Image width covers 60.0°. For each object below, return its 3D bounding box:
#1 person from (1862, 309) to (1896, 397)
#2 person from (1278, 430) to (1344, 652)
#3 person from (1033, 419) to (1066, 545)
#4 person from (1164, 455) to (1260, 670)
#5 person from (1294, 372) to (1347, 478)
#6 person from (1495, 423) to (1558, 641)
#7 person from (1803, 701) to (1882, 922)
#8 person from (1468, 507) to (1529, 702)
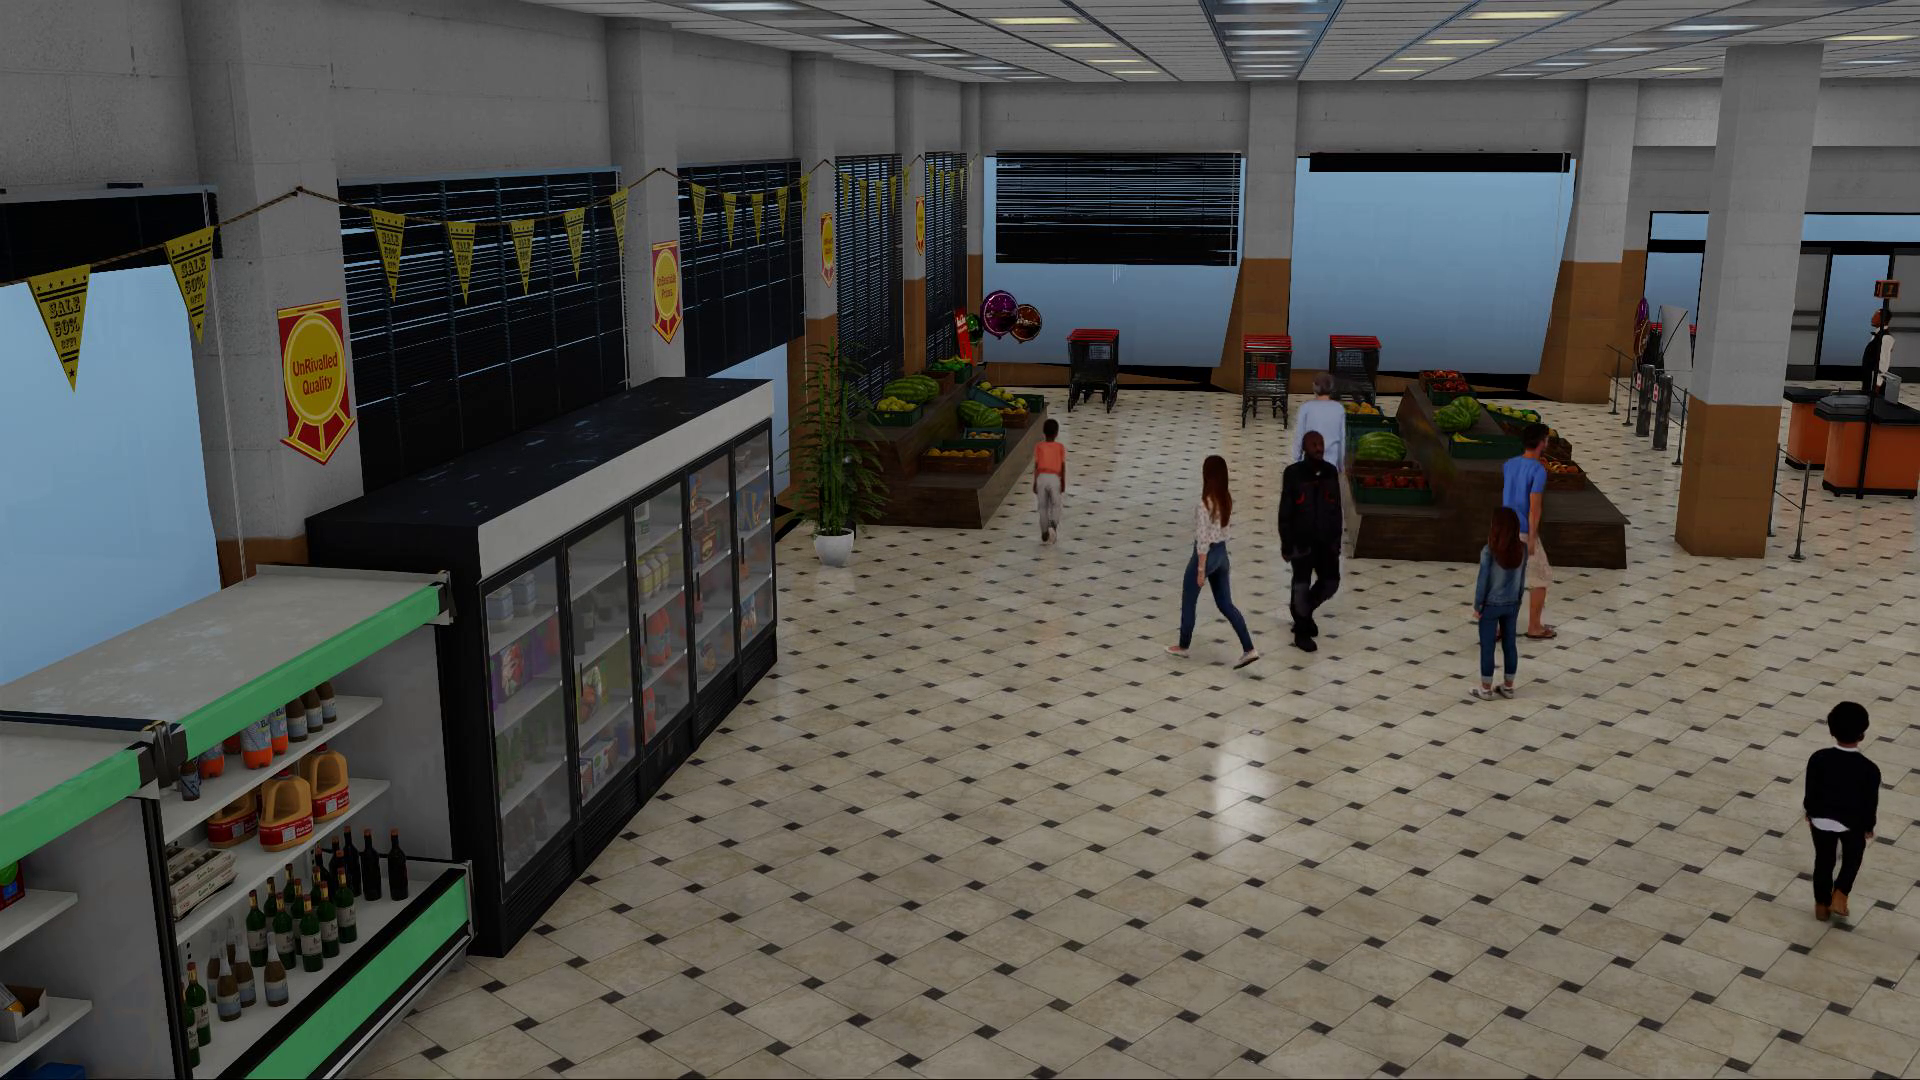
[{"bbox_3d":[12.300,-2.145,22.325,0.771,1.918,0.545,4,14,15],"label":"person"},{"bbox_3d":[2.877,-0.026,13.811,0.878,1.814,0.953,-3,14,-14],"label":"person"},{"bbox_3d":[0.923,-0.589,17.224,0.529,1.298,0.739,1,14,3],"label":"person"},{"bbox_3d":[2.046,0.207,13.106,1.126,1.693,1.093,-12,18,-41],"label":"person"},{"bbox_3d":[3.595,-0.714,16.502,0.730,1.882,0.768,-1,14,-4],"label":"person"},{"bbox_3d":[4.562,-0.037,13.804,0.971,1.838,0.946,-7,15,-27],"label":"person"},{"bbox_3d":[4.698,1.473,8.890,0.584,1.220,0.603,10,17,34],"label":"person"},{"bbox_3d":[4.052,0.475,12.460,0.633,1.475,0.627,-4,14,-15],"label":"person"}]
